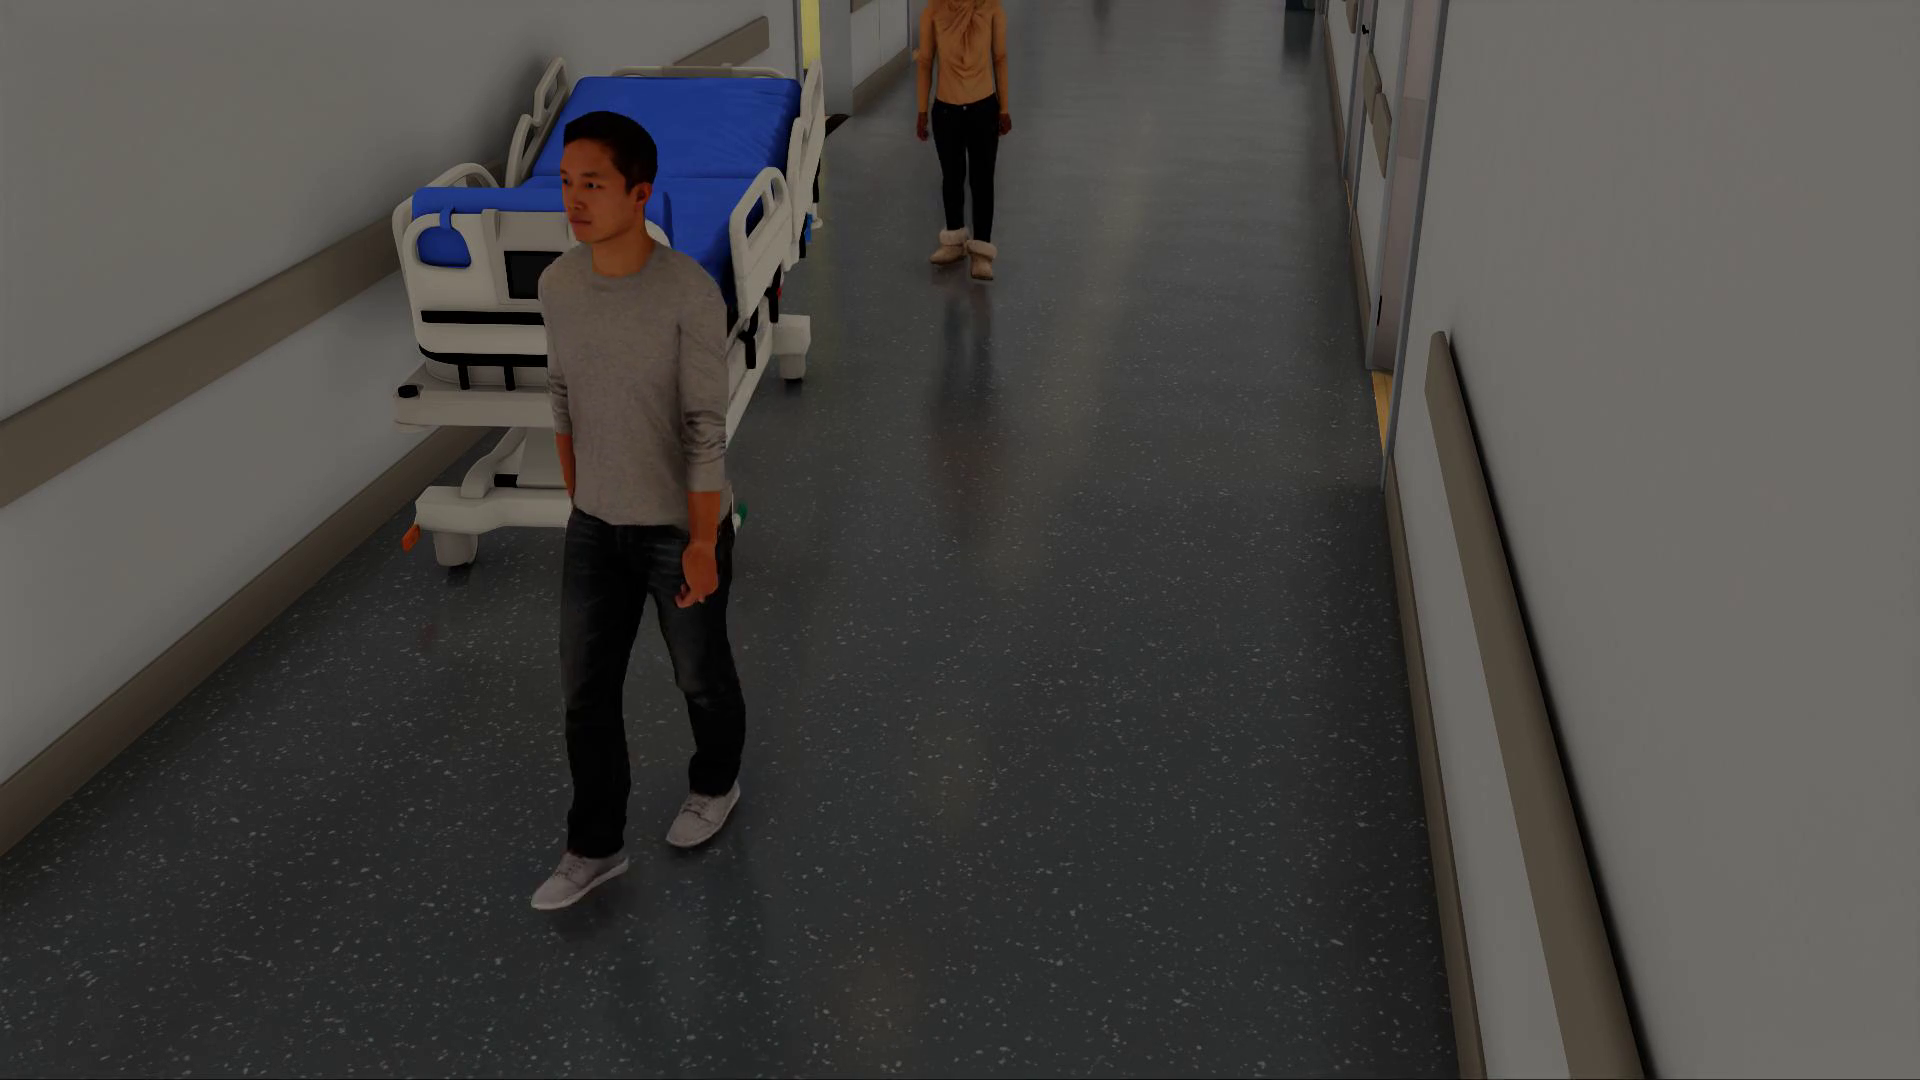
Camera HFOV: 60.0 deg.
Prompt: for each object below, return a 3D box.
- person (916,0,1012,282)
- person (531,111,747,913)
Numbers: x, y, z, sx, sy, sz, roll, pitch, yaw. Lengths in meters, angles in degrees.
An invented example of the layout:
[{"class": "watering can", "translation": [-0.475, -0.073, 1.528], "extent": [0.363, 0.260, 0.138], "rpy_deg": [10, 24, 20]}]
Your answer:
[{"class": "person", "translation": [0.022, -2.130, 8.240], "extent": [0.891, 1.632, 0.751], "rpy_deg": [3, 26, 6]}, {"class": "person", "translation": [-0.650, -0.082, 3.810], "extent": [0.895, 1.791, 0.802], "rpy_deg": [9, 27, 17]}]
